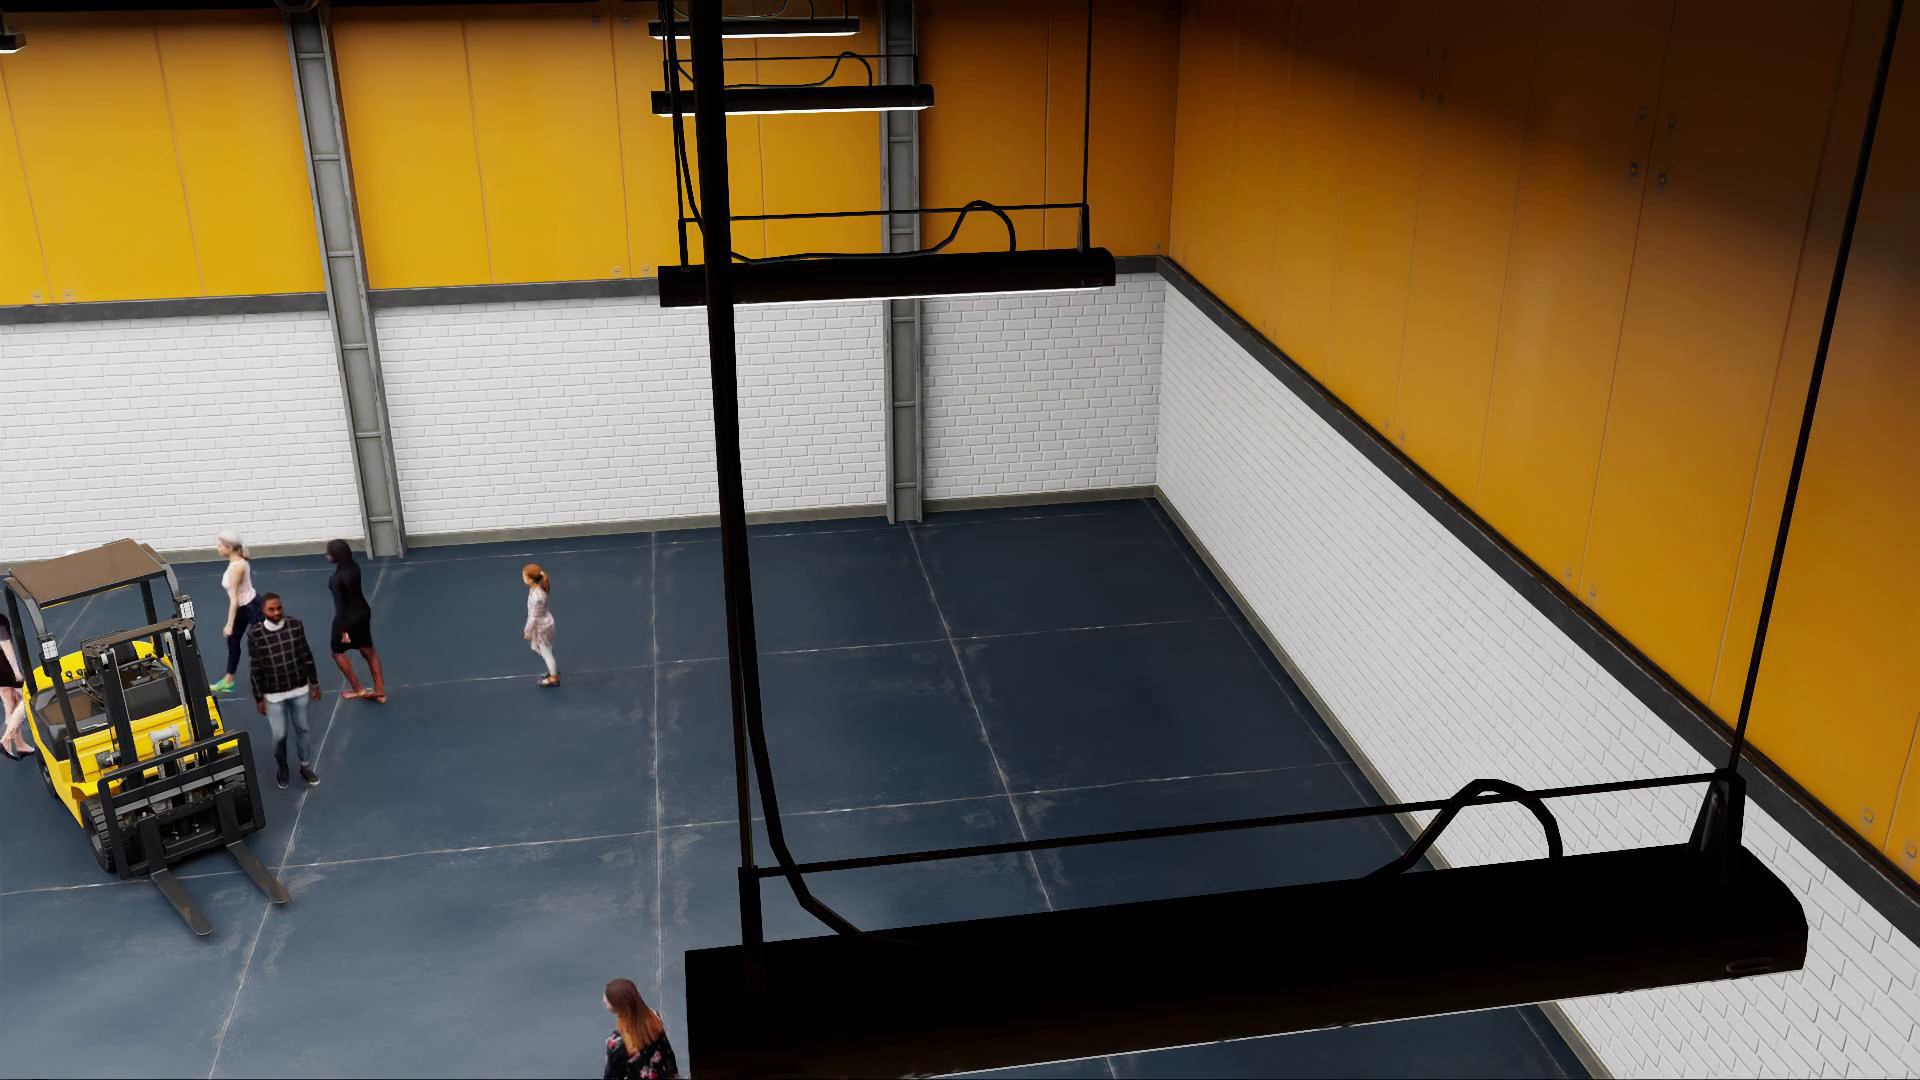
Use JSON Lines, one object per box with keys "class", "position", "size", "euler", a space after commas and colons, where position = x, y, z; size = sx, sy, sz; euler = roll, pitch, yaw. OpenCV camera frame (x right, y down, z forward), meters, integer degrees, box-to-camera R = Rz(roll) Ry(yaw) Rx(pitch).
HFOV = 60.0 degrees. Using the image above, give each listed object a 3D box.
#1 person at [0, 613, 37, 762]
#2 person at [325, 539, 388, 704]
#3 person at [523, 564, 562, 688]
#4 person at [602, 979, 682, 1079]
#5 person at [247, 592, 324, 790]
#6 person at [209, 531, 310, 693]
{"class": "person", "position": [-8.456, 1.166, 14.530], "size": [0.790, 1.817, 0.841], "euler": [11, 26, 24]}
{"class": "person", "position": [-5.602, 0.786, 15.538], "size": [0.820, 1.706, 0.801], "euler": [7, 25, 15]}
{"class": "person", "position": [-3.943, 0.828, 15.947], "size": [0.510, 1.301, 0.534], "euler": [-2, 24, -4]}
{"class": "person", "position": [-1.764, 3.329, 9.802], "size": [1.096, 1.641, 0.996], "euler": [16, 28, 32]}
{"class": "person", "position": [-5.832, 1.256, 14.324], "size": [0.758, 1.816, 0.869], "euler": [-18, 29, -35]}
{"class": "person", "position": [-6.633, 0.704, 15.798], "size": [1.261, 1.648, 0.833], "euler": [-10, 26, -22]}
